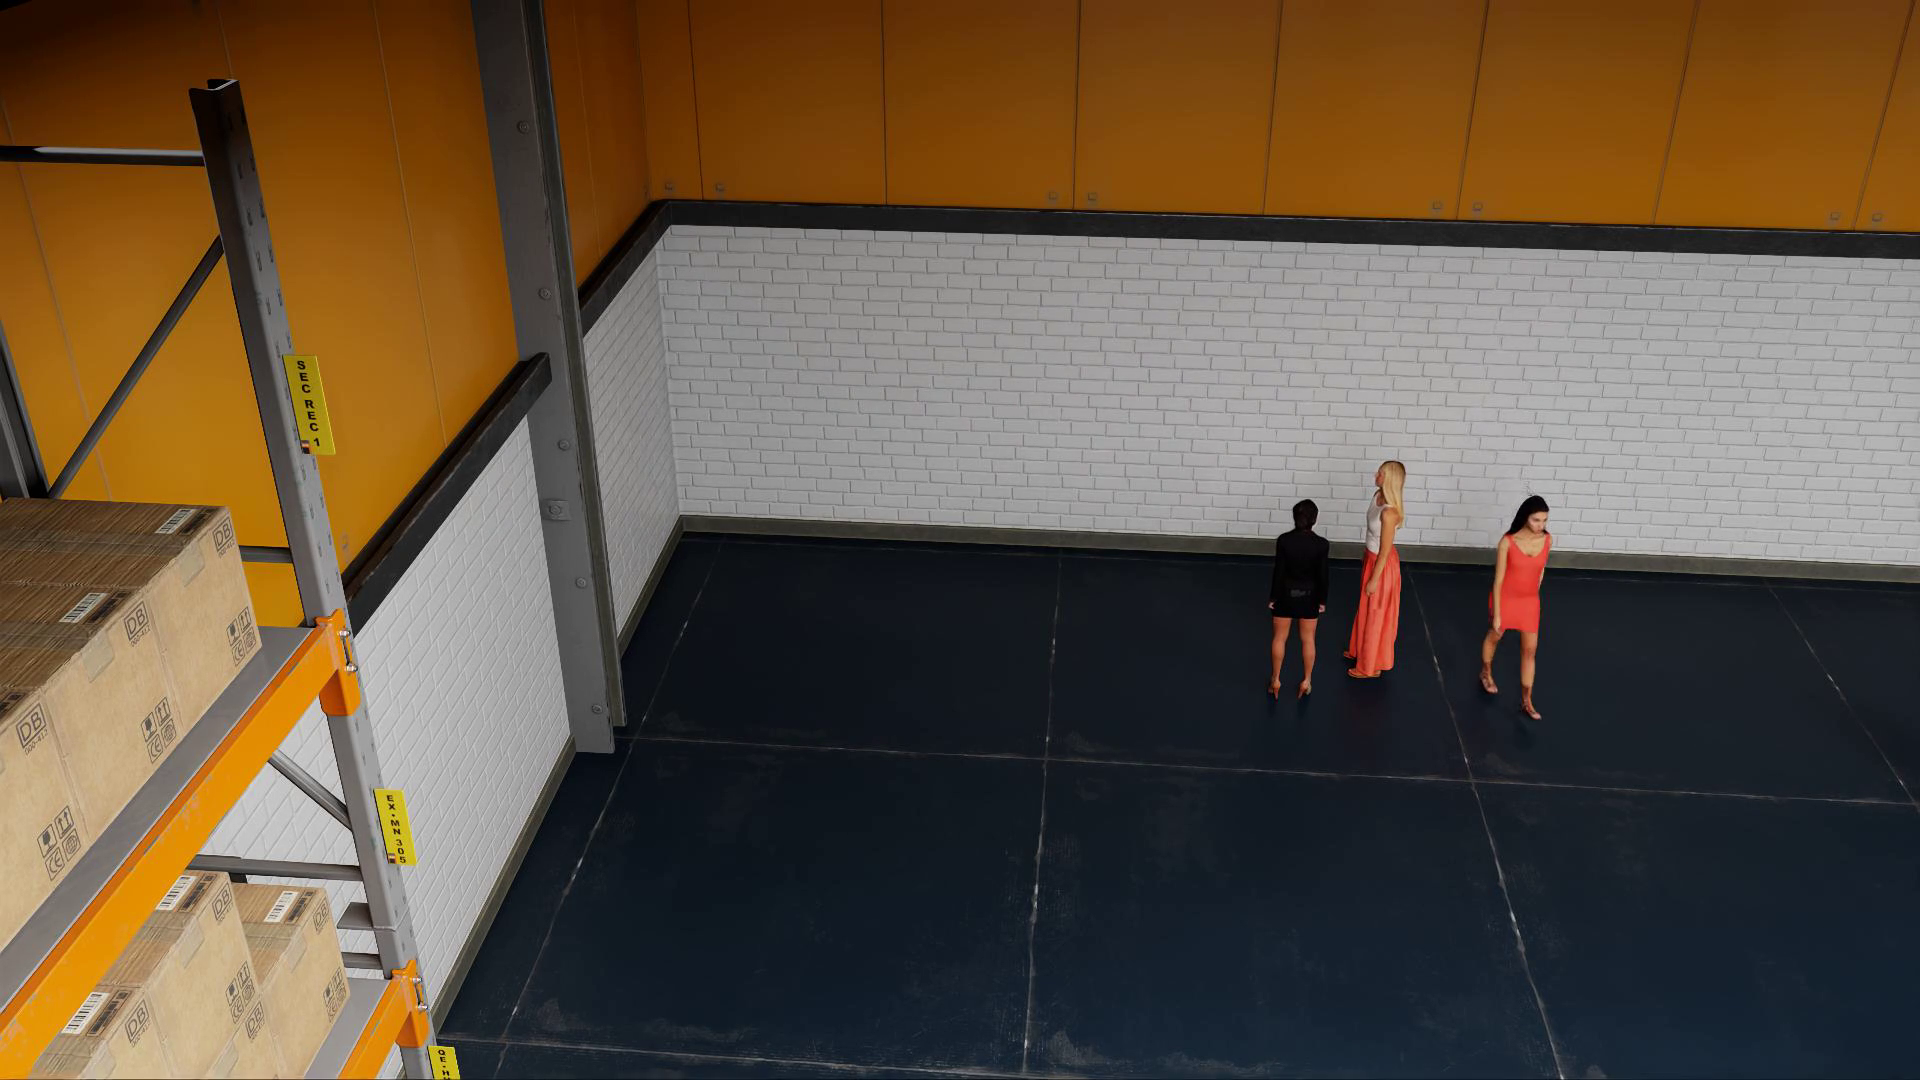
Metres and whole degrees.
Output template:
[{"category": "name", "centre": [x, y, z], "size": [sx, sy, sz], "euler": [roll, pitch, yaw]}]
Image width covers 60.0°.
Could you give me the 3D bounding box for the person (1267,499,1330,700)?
[{"category": "person", "centre": [2.485, 0.443, 12.275], "size": [0.579, 1.640, 0.605], "euler": [4, 29, 7]}]

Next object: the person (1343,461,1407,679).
[{"category": "person", "centre": [3.162, 0.215, 12.524], "size": [0.678, 1.802, 0.508], "euler": [3, 29, 6]}]

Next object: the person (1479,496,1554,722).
[{"category": "person", "centre": [4.041, 0.419, 12.271], "size": [0.707, 1.687, 1.015], "euler": [-2, 29, -4]}]
